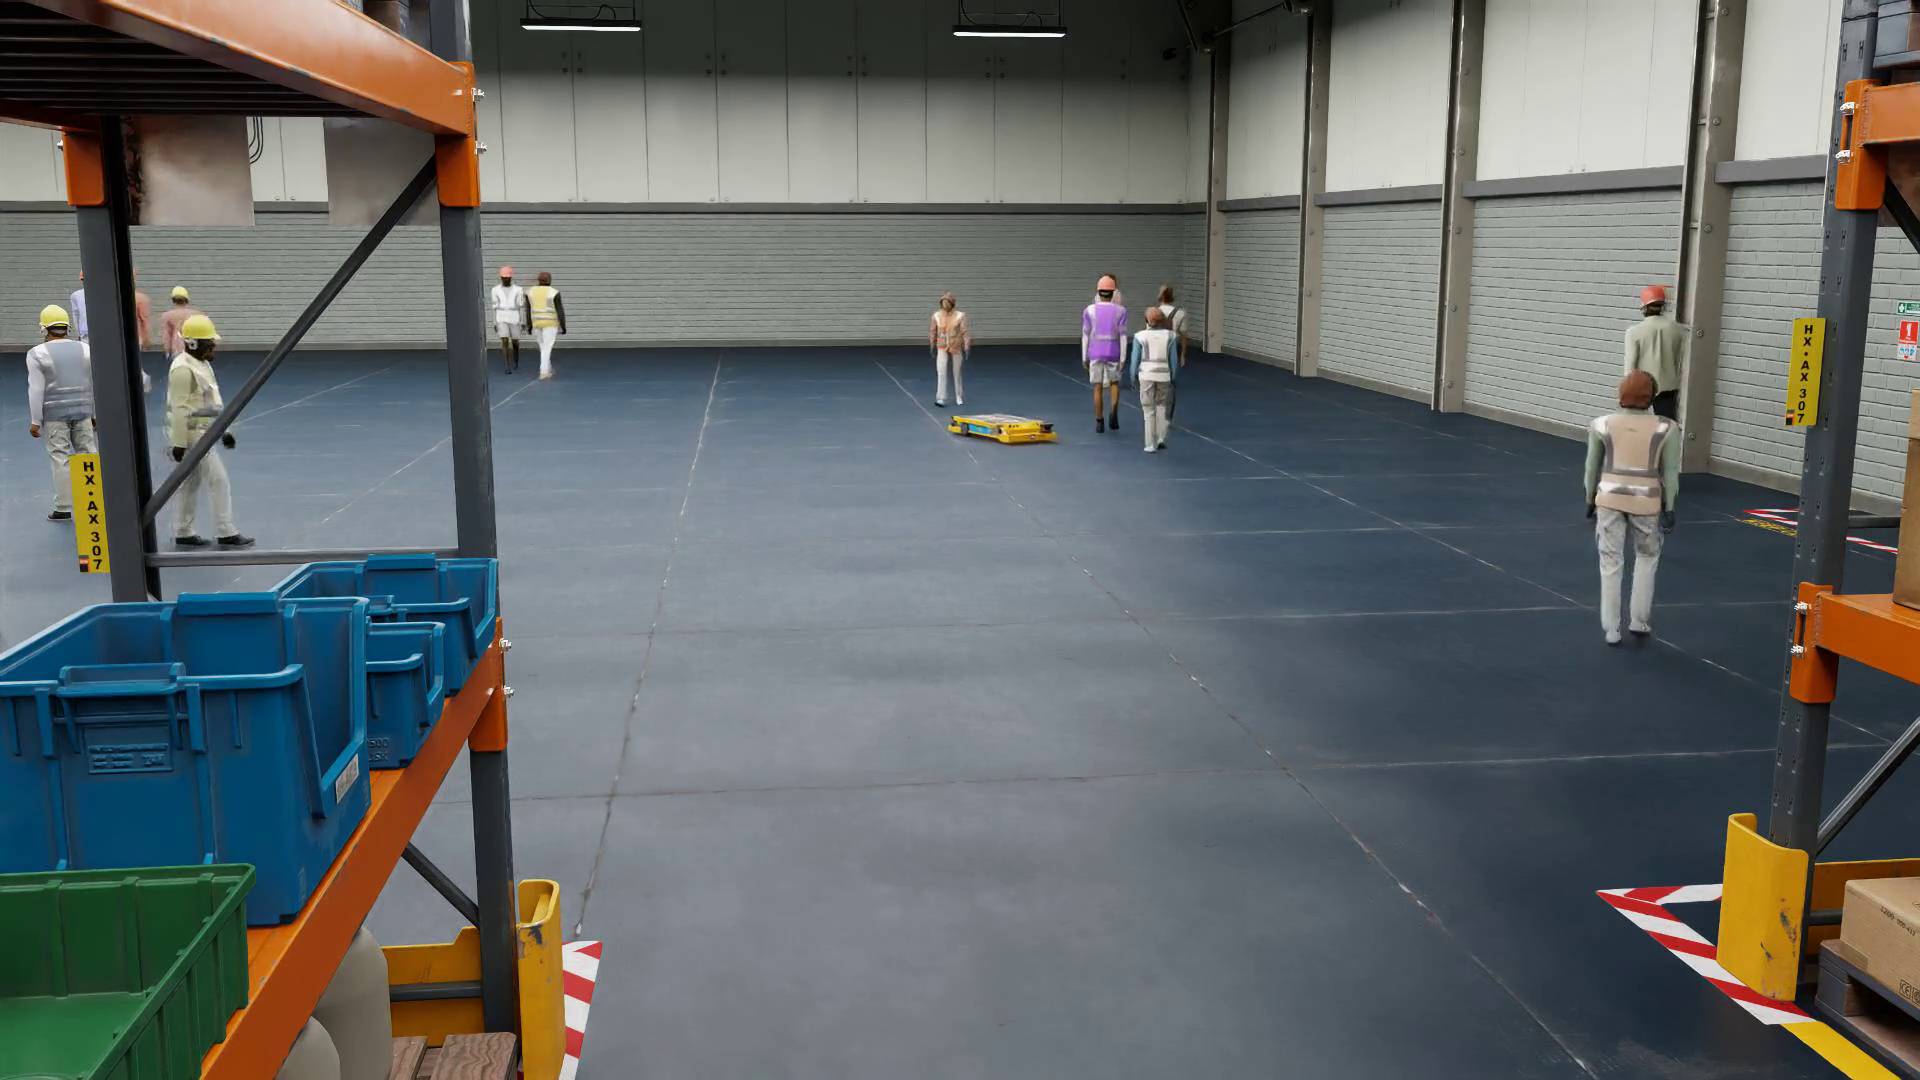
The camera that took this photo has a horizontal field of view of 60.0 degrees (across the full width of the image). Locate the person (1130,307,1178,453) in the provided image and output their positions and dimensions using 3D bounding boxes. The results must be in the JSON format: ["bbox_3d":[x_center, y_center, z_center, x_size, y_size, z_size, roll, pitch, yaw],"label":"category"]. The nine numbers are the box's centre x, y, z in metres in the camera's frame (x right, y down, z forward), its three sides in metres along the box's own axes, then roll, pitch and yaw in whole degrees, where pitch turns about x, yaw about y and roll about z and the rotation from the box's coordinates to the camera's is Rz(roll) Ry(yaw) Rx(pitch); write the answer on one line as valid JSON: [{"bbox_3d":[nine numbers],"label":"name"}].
[{"bbox_3d":[2.151,-1.790,18.598,0.538,1.623,0.433,-2,11,-10],"label":"person"}]

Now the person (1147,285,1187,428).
[{"bbox_3d":[2.620,-2.340,21.184,0.533,1.788,0.986,0,10,0],"label":"person"}]

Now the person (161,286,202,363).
[{"bbox_3d":[-10.549,-2.581,22.624,0.532,1.746,0.723,-3,11,-15],"label":"person"}]

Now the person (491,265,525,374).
[{"bbox_3d":[-7.978,-3.896,29.392,0.547,1.913,0.706,-3,11,-15],"label":"person"}]

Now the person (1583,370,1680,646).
[{"bbox_3d":[3.986,-0.198,9.889,0.539,1.615,0.606,6,12,29],"label":"person"}]

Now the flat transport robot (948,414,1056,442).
[{"bbox_3d":[0.490,-1.357,19.967,0.652,0.197,1.431,-6,12,-29],"label":"flat transport robot"}]

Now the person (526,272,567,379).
[{"bbox_3d":[-7.025,-3.677,28.465,0.647,1.805,0.871,2,11,13],"label":"person"}]

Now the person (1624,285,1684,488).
[{"bbox_3d":[6.705,-1.486,16.109,0.603,1.948,1.044,0,10,2],"label":"person"}]

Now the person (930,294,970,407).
[{"bbox_3d":[-0.147,-2.683,23.602,0.586,1.588,0.876,2,11,11],"label":"person"}]

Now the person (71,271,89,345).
[{"bbox_3d":[-13.285,-3.200,25.499,0.545,1.939,0.354,0,10,2],"label":"person"}]

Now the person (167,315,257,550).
[{"bbox_3d":[-5.761,-0.816,12.795,0.749,1.799,0.609,-3,11,-15],"label":"person"}]

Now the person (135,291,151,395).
[{"bbox_3d":[-12.227,-3.034,24.523,0.627,1.963,0.812,1,10,5],"label":"person"}]

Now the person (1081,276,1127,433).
[{"bbox_3d":[1.772,-2.278,20.487,0.555,1.922,0.444,0,10,2],"label":"person"}]

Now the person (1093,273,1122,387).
[{"bbox_3d":[2.314,-3.336,26.537,0.443,1.826,0.634,10,14,44],"label":"person"}]

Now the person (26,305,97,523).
[{"bbox_3d":[-7.583,-1.065,14.079,0.403,1.835,0.588,7,13,35],"label":"person"}]
